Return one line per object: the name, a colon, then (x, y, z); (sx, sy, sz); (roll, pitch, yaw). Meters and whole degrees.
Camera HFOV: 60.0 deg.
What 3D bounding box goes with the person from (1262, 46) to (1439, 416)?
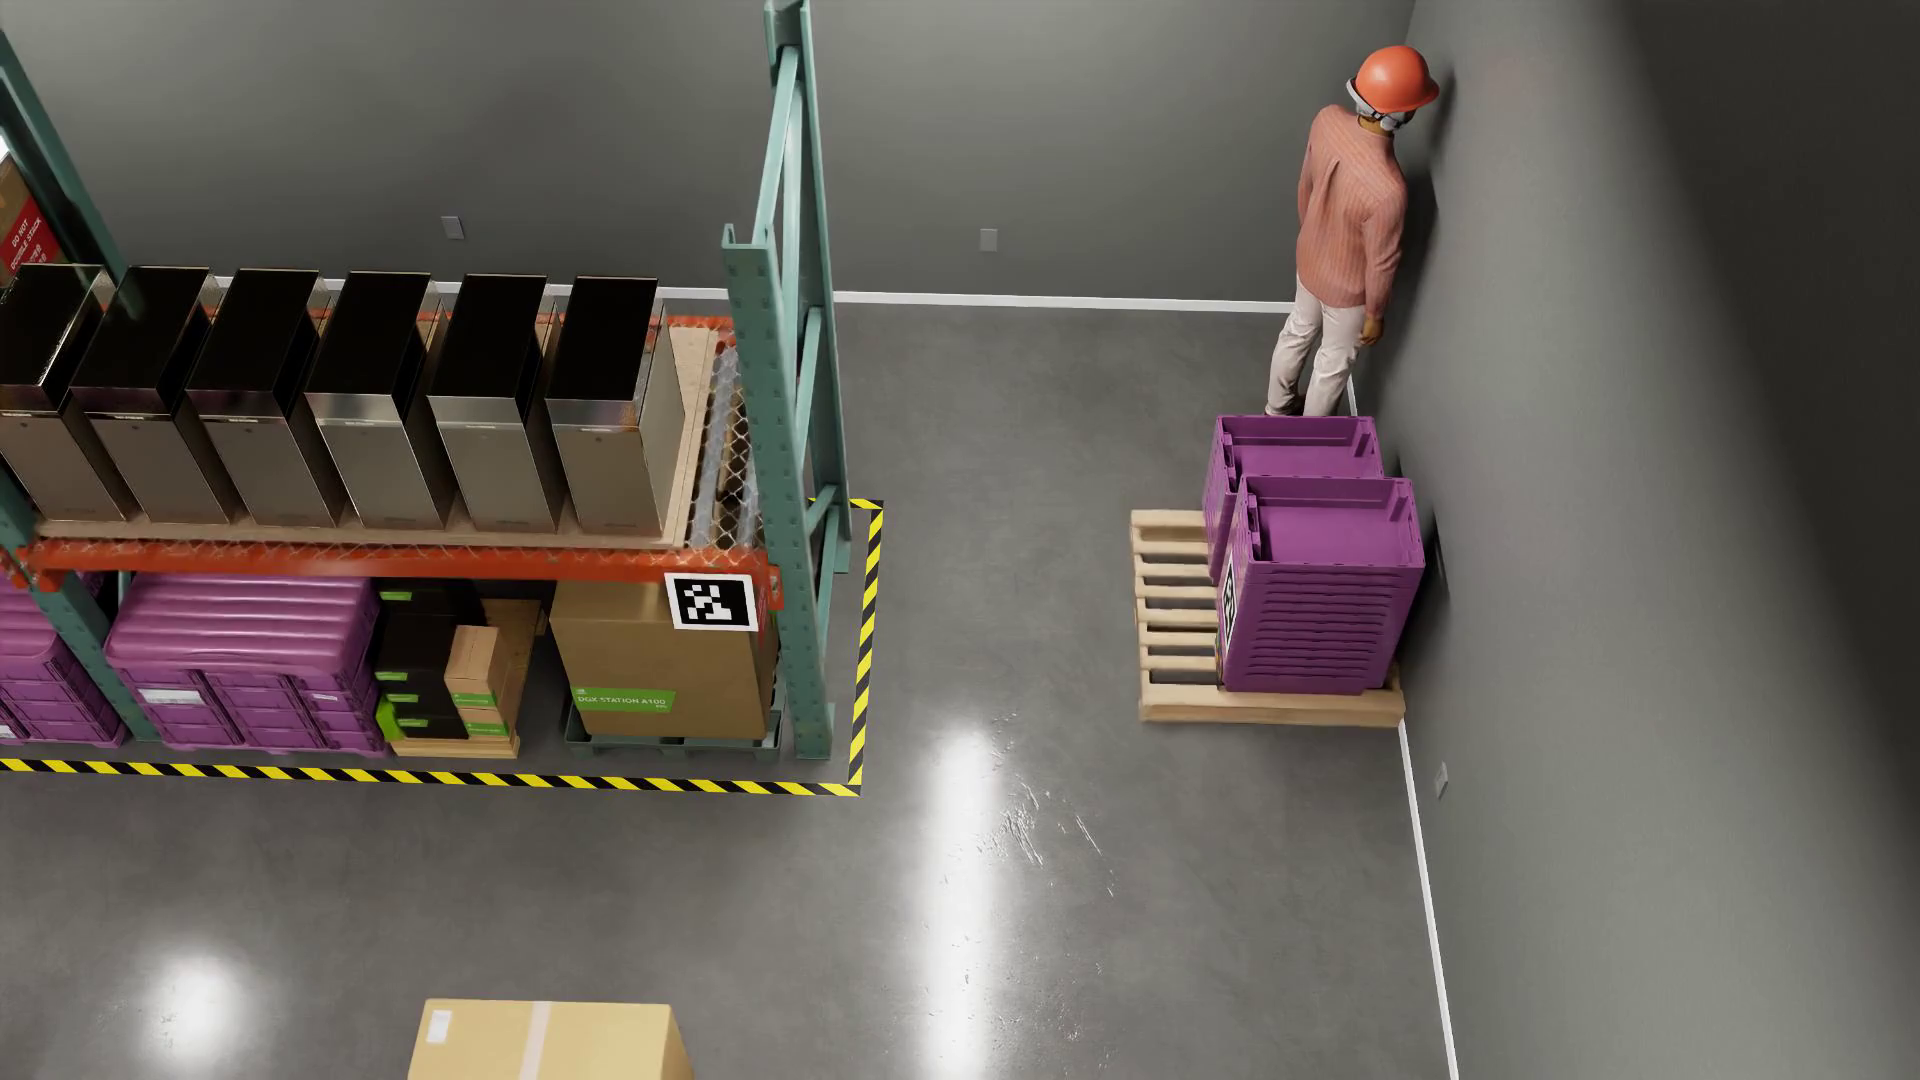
person: (1.501, -1.057, 6.490); (0.377, 1.995, 0.608); (-17, 54, -13)
